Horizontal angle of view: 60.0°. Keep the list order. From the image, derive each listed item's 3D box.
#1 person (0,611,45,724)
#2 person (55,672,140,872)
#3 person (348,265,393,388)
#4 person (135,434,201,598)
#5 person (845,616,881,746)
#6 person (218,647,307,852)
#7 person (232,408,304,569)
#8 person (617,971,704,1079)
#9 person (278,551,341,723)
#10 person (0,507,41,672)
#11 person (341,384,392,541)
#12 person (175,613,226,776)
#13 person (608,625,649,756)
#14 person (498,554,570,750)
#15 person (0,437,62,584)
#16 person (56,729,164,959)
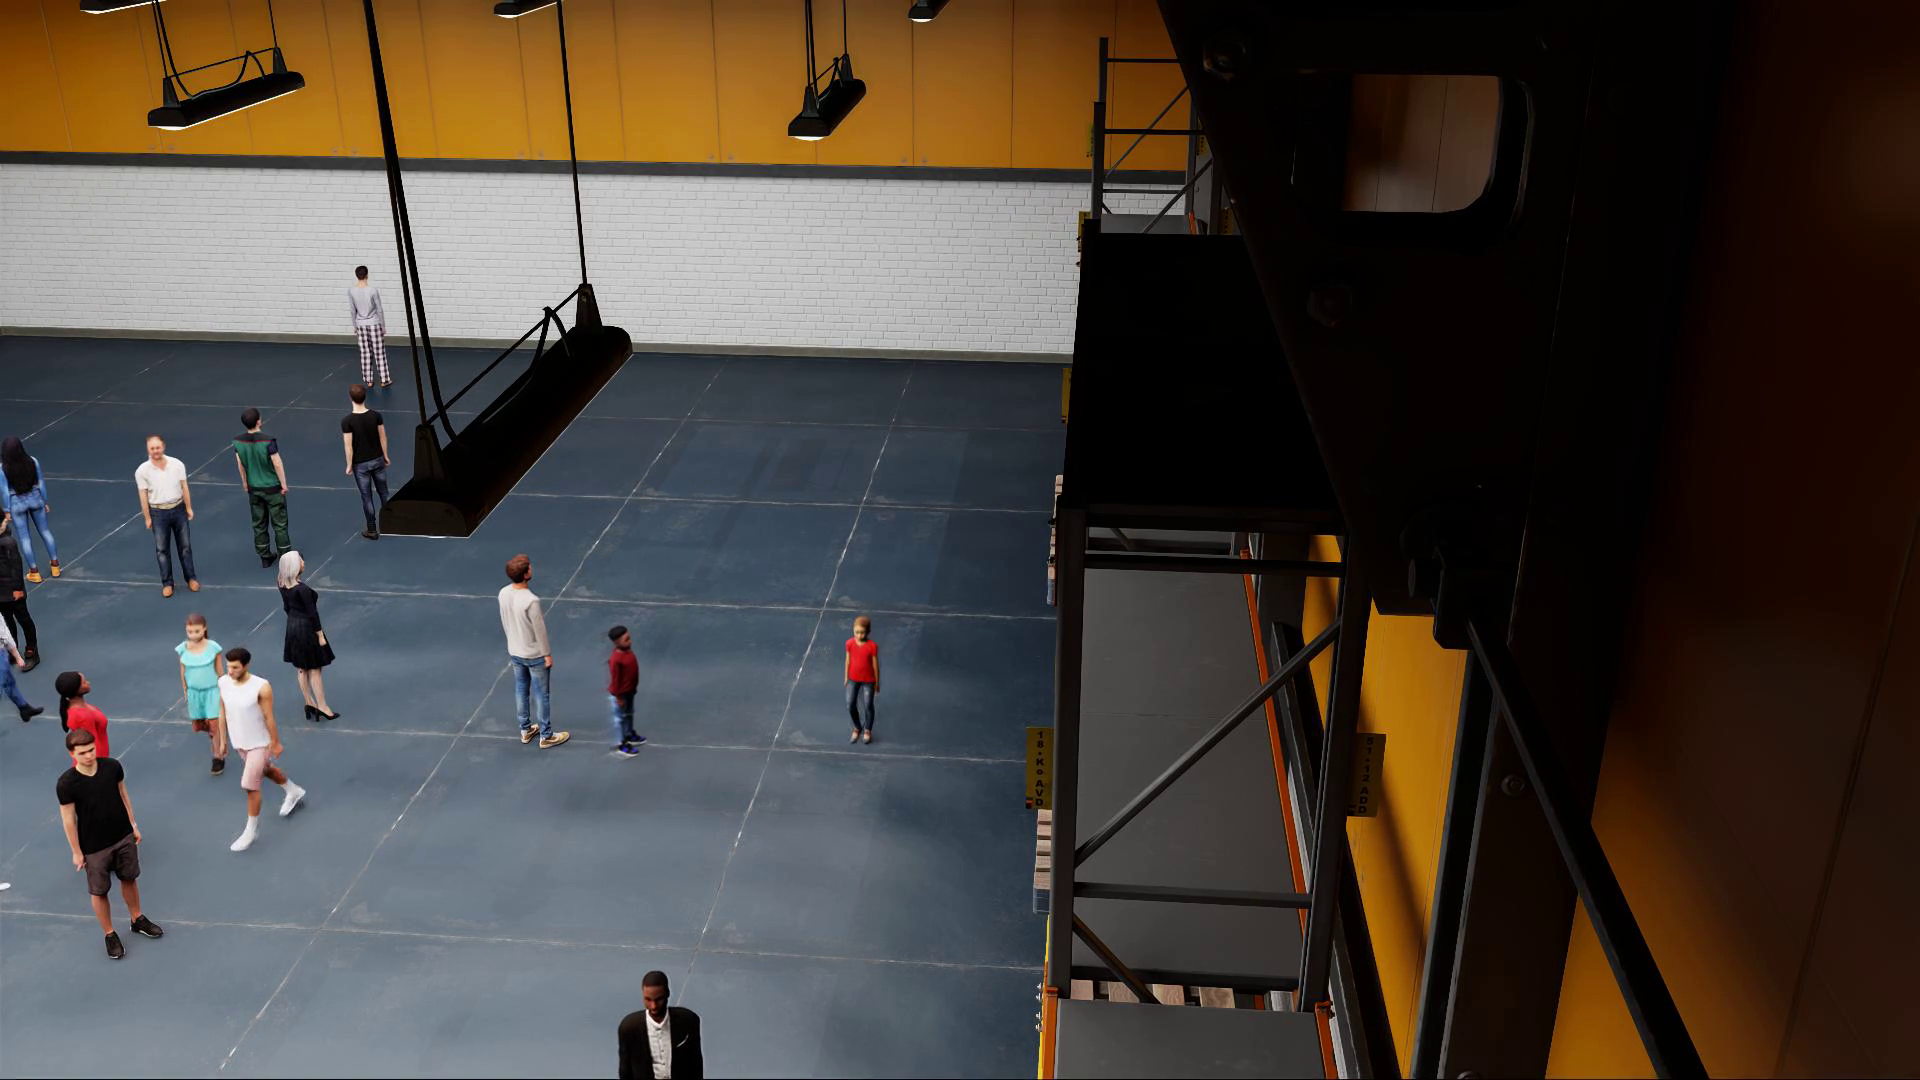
[{"bbox_3d":[-9.004,1.152,15.383,0.816,1.592,1.130,9,25,19],"label":"person"},{"bbox_3d":[-7.049,1.866,13.510,0.783,1.783,0.731,-21,31,-39],"label":"person"},{"bbox_3d":[-8.915,-3.226,25.080,0.654,1.847,0.569,-1,24,-2],"label":"person"},{"bbox_3d":[-8.762,-0.314,18.408,0.750,1.855,0.767,-12,27,-26],"label":"person"},{"bbox_3d":[-0.891,1.269,15.477,0.537,1.302,0.546,6,24,12],"label":"person"},{"bbox_3d":[-5.900,1.658,14.033,0.881,1.746,1.206,10,25,21],"label":"person"},{"bbox_3d":[-7.949,-0.604,19.013,0.661,1.901,0.559,3,24,6],"label":"person"},{"bbox_3d":[-1.792,3.369,10.050,0.722,1.800,0.679,-6,24,-13],"label":"person"},{"bbox_3d":[-6.194,0.904,15.757,0.689,1.747,0.708,14,27,30],"label":"person"},{"bbox_3d":[-9.626,0.449,16.756,0.663,1.780,0.646,6,24,13],"label":"person"},{"bbox_3d":[-7.030,-0.934,19.775,0.757,1.896,0.808,-17,29,-34],"label":"person"},{"bbox_3d":[-6.792,1.336,15.013,0.645,1.551,0.808,-2,24,-4],"label":"person"},{"bbox_3d":[-3.110,1.364,15.320,0.593,1.253,0.474,6,24,14],"label":"person"},{"bbox_3d":[-3.967,1.021,15.290,0.742,1.906,0.733,13,27,28],"label":"person"},{"bbox_3d":[-10.473,-0.359,18.687,0.734,1.713,0.651,21,31,40],"label":"person"},{"bbox_3d":[-6.463,2.238,12.562,0.822,1.861,0.709,16,28,33],"label":"person"}]
